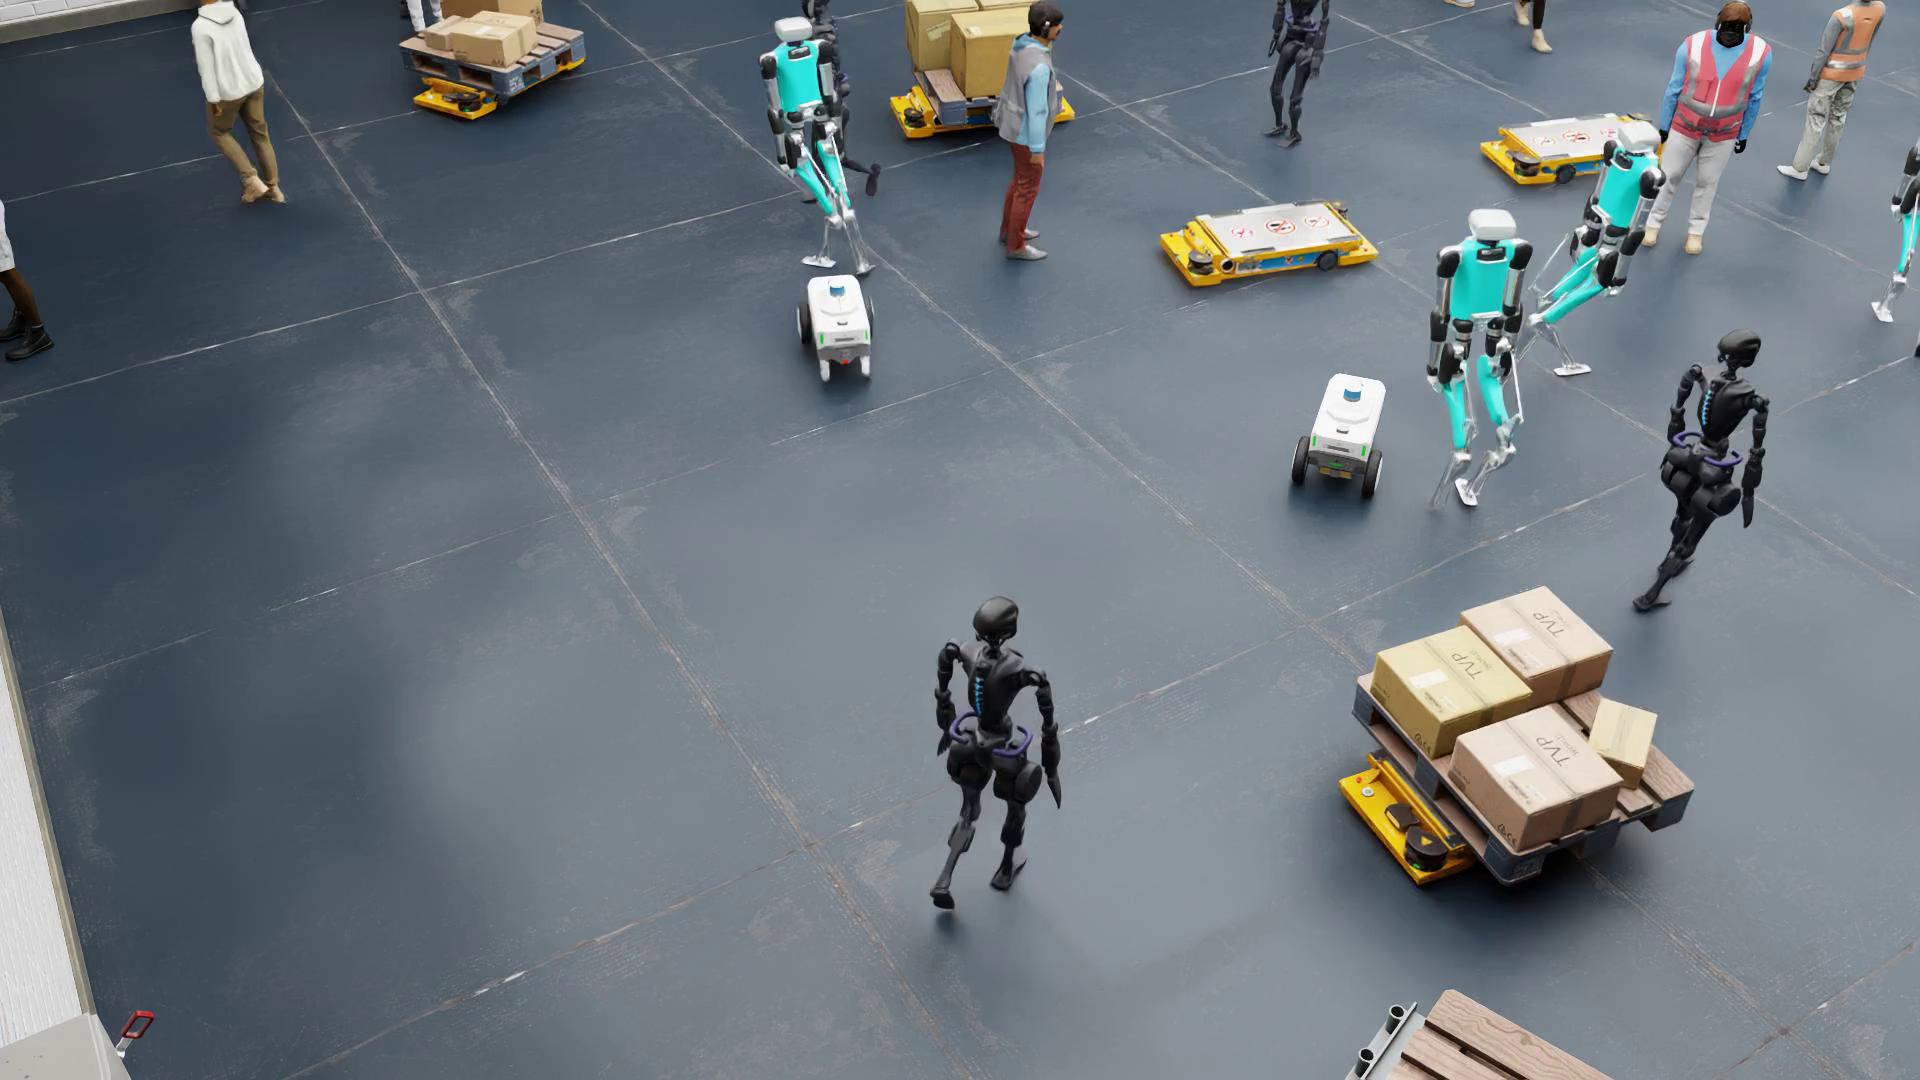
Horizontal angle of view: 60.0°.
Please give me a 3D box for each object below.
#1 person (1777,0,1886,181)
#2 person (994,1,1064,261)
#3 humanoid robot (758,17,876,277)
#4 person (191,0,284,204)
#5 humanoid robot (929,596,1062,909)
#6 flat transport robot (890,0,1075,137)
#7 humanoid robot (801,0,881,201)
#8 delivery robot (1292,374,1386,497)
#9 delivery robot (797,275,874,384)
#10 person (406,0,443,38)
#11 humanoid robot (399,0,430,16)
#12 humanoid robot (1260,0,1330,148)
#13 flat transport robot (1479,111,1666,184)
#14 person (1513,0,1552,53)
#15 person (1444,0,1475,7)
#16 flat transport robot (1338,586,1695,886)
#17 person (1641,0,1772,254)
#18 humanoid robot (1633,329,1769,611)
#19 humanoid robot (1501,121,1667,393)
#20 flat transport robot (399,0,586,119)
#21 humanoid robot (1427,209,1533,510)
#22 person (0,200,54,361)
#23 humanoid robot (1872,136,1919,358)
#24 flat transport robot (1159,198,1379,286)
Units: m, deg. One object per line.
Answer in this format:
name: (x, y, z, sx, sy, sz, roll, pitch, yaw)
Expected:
person: (6.672, -3.538, 12.659, 0.506, 1.629, 0.314, -13, 40, -16)
person: (0.466, -2.834, 11.596, 0.446, 1.856, 0.545, -8, 39, -10)
humanoid robot: (-0.920, -2.598, 11.398, 0.589, 1.779, 0.877, -21, 43, -24)
person: (-5.361, -3.297, 12.268, 0.458, 1.746, 0.524, 18, 42, 22)
humanoid robot: (0.119, 0.944, 6.974, 0.610, 1.634, 0.577, 18, 42, 21)
flat transport robot: (0.182, -3.642, 13.888, 1.431, 0.231, 0.659, -9, 39, -11)
humanoid robot: (-0.923, -3.312, 12.342, 0.598, 1.636, 0.600, -21, 43, -25)
delivery robot: (2.290, -0.640, 9.884, 0.499, 0.614, 0.808, 13, 40, 15)
delivery robot: (-0.793, -1.421, 10.862, 0.499, 0.603, 0.803, -6, 39, -8)
person: (-4.828, -5.372, 14.772, 0.350, 1.882, 0.582, 26, 45, 29)
humanoid robot: (-5.168, -5.670, 15.304, 0.365, 1.649, 0.614, -21, 43, -24)
humanoid robot: (2.669, -3.905, 13.086, 0.328, 1.658, 0.591, -22, 44, -26)
flat transport robot: (4.944, -3.112, 13.219, 1.431, 0.231, 0.659, -9, 39, -11)
person: (5.252, -5.302, 14.865, 0.532, 1.655, 0.855, -10, 40, -13)
person: (4.839, -5.976, 15.535, 0.356, 1.882, 0.571, 17, 41, 20)
flat transport robot: (2.581, 1.135, 7.859, 1.431, 0.231, 0.659, -15, 41, -18)
person: (5.230, -2.894, 11.690, 0.628, 1.835, 0.431, 13, 40, 16)
humanoid robot: (3.903, -0.370, 8.636, 0.606, 1.635, 0.600, -20, 42, -23)
humanoid robot: (3.693, -1.686, 10.265, 0.912, 1.792, 0.542, -8, 39, -11)
flat transport robot: (-3.978, -4.026, 14.372, 0.659, 0.231, 1.431, 20, 42, 23)
humanoid robot: (2.908, -0.867, 9.270, 0.536, 1.839, 0.769, -7, 39, -9)
person: (-6.251, -2.047, 10.535, 0.367, 1.934, 0.542, -24, 44, -28)
humanoid robot: (6.359, -2.030, 10.704, 0.556, 1.811, 0.892, 7, 39, 8)
flat transport robot: (2.230, -2.151, 12.006, 1.431, 0.231, 0.659, -10, 39, -12)
